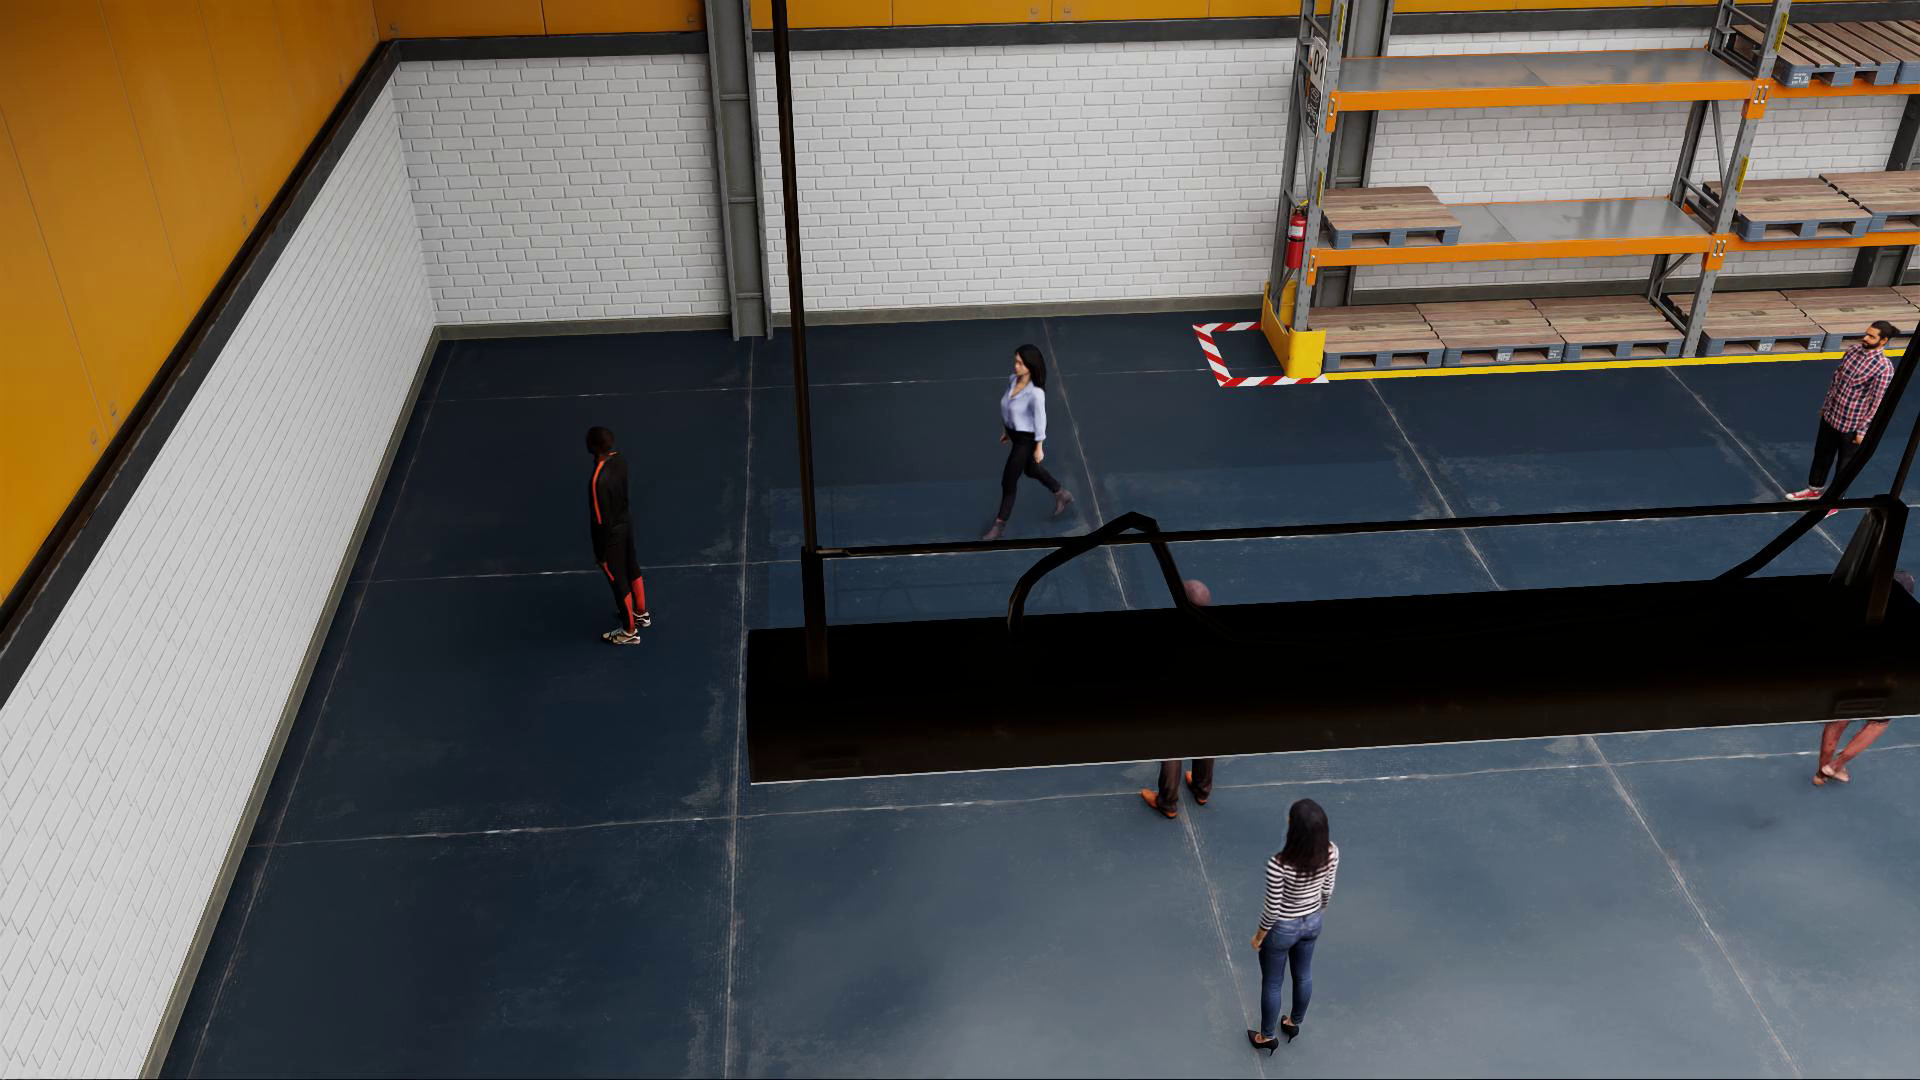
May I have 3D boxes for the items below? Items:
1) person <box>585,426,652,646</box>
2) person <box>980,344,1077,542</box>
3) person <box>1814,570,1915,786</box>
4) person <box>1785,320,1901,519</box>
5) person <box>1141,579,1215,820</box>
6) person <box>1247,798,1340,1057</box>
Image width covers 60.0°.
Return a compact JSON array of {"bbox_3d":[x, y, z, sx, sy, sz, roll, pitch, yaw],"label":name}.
[{"bbox_3d":[-2.549,-0.047,12.272,0.651,1.807,0.697,8,34,12],"label":"person"},{"bbox_3d":[0.592,-0.803,13.501,1.233,1.707,0.934,-15,37,-22],"label":"person"},{"bbox_3d":[5.859,0.947,10.864,0.746,1.713,0.734,-16,37,-22],"label":"person"},{"bbox_3d":[7.360,-1.025,13.786,0.677,1.761,0.736,-9,35,-14],"label":"person"},{"bbox_3d":[1.471,1.011,10.680,0.666,1.808,0.817,-15,37,-22],"label":"person"},{"bbox_3d":[1.798,2.113,9.033,0.527,1.796,0.701,-13,36,-19],"label":"person"}]
